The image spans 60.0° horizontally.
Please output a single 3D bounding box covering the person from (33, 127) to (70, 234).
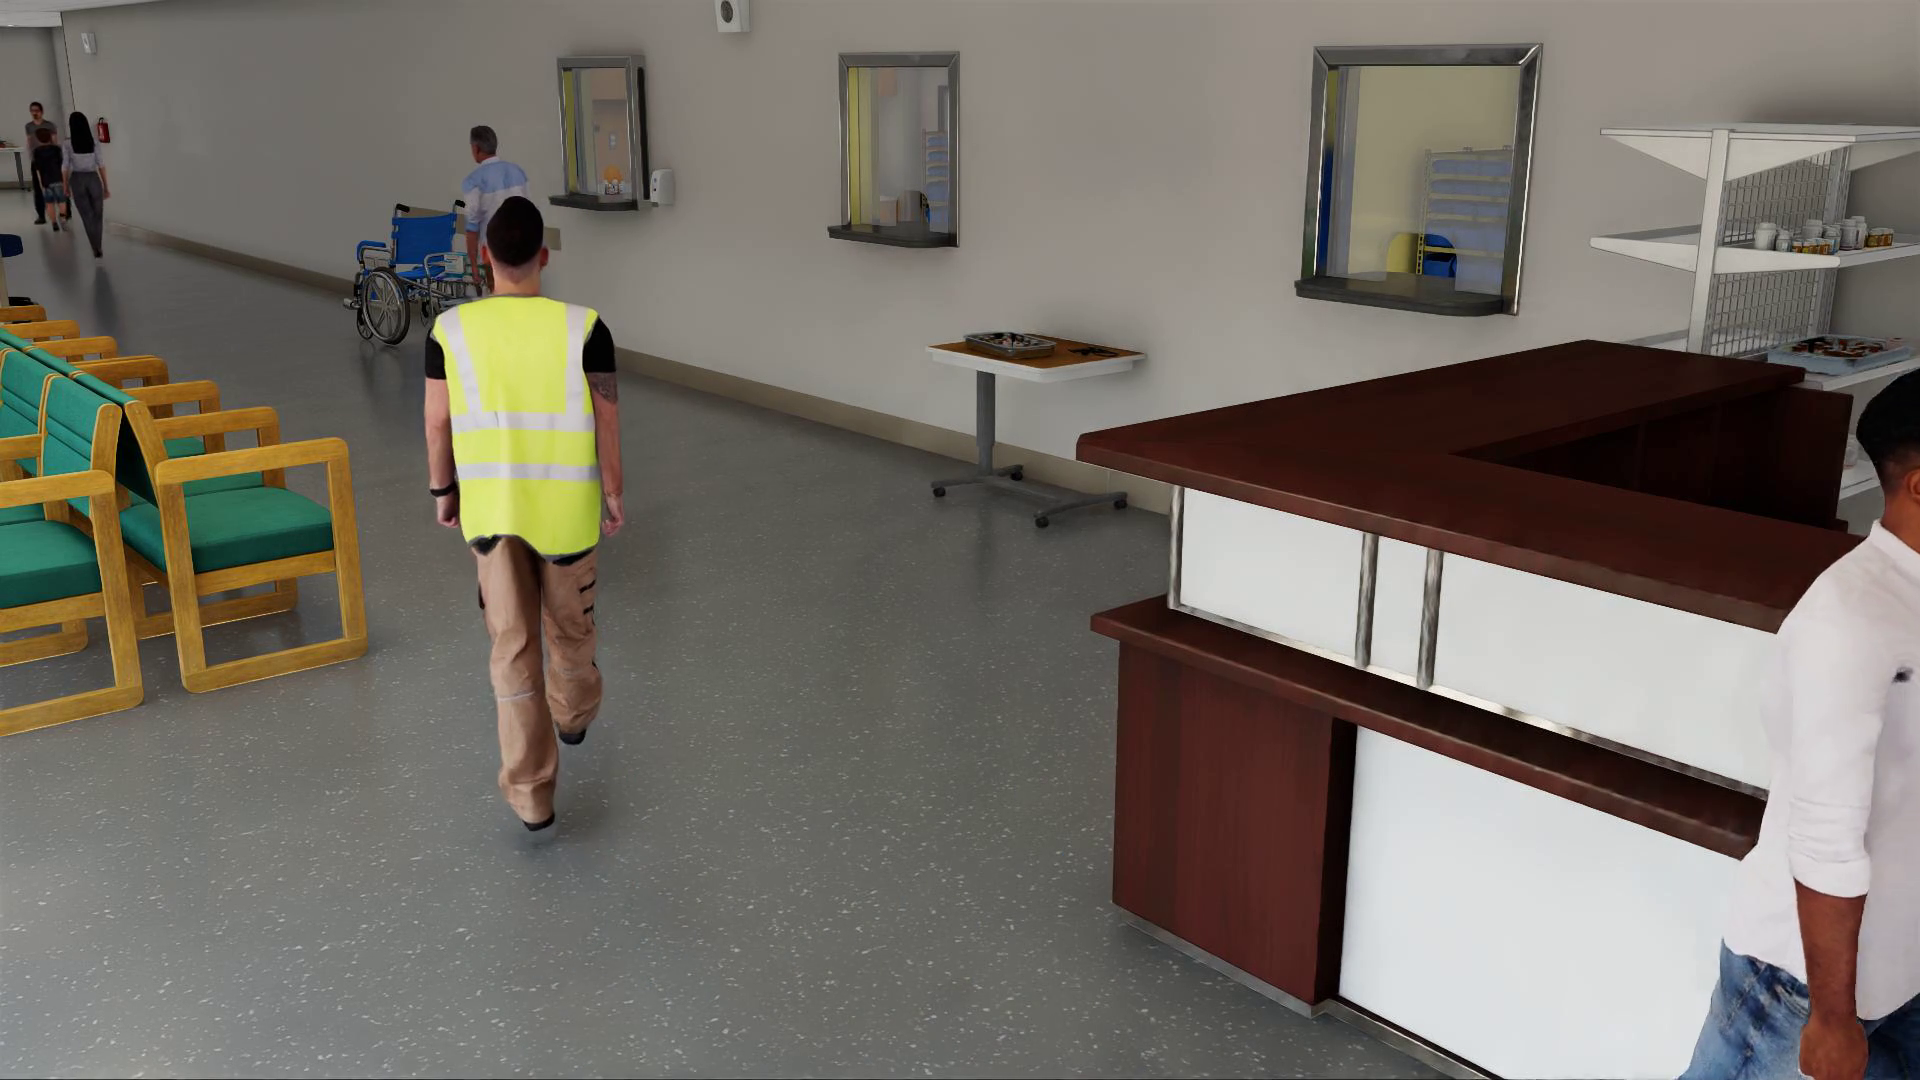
[{"bbox_3d":[-12.439,-4.913,22.815,0.885,1.430,0.729,-8,18,-26],"label":"person"}]

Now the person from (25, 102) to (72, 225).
[{"bbox_3d":[-13.357,-5.505,24.381,1.182,1.721,1.076,-2,16,-9],"label":"person"}]

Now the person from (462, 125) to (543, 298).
[{"bbox_3d":[-3.199,-2.034,11.927,0.805,1.797,0.662,13,20,39],"label":"person"}]

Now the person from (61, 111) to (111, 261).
[{"bbox_3d":[-10.231,-4.105,19.486,1.078,1.682,0.794,-10,18,-31],"label":"person"}]

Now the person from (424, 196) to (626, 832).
[{"bbox_3d":[-1.255,-0.035,4.851,1.220,1.790,1.105,-4,16,-13],"label":"person"}]
